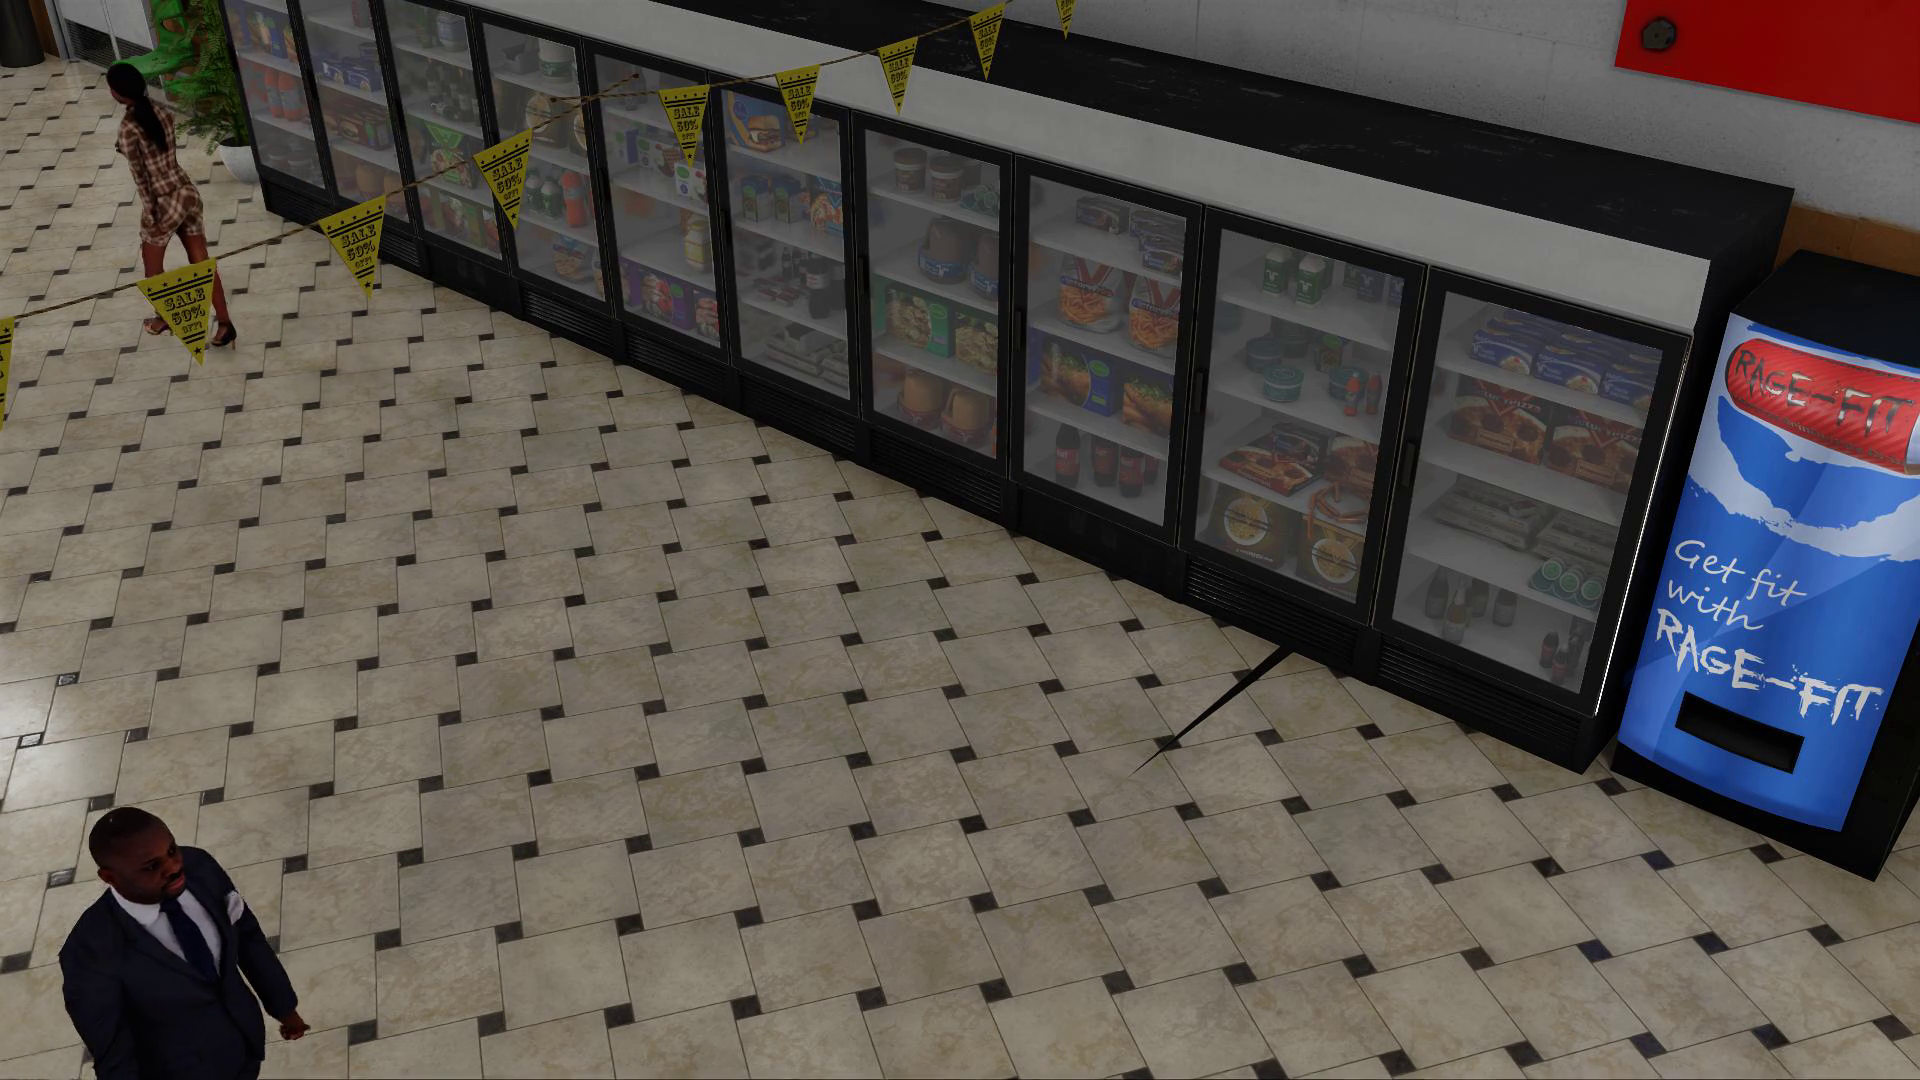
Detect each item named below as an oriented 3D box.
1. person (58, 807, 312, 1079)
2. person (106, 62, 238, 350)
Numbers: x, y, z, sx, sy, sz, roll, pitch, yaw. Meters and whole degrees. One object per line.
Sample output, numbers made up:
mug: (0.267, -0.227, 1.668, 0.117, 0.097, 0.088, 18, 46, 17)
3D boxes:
person: (-2.123, 1.426, 4.533, 1.110, 1.787, 1.243, 8, 33, 13)
person: (-4.659, -1.954, 9.990, 0.785, 1.761, 0.901, 14, 35, 22)
